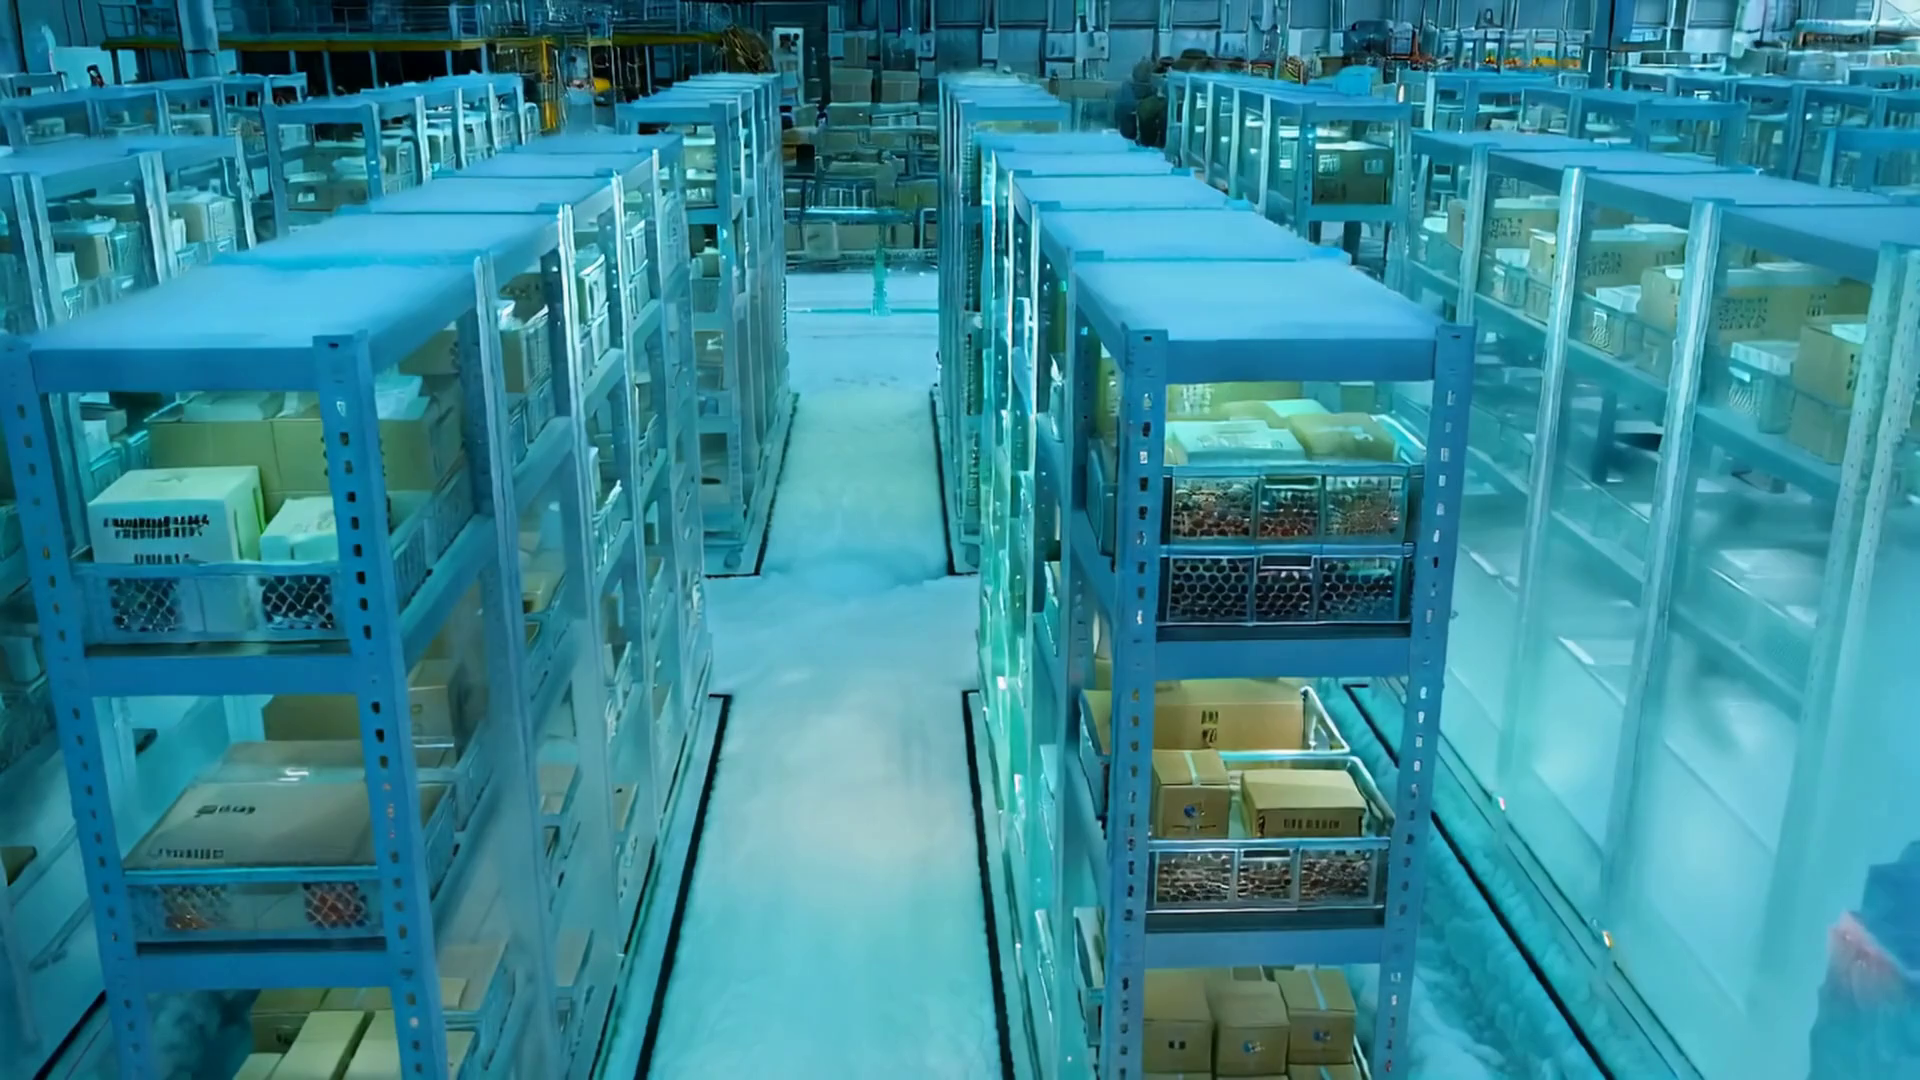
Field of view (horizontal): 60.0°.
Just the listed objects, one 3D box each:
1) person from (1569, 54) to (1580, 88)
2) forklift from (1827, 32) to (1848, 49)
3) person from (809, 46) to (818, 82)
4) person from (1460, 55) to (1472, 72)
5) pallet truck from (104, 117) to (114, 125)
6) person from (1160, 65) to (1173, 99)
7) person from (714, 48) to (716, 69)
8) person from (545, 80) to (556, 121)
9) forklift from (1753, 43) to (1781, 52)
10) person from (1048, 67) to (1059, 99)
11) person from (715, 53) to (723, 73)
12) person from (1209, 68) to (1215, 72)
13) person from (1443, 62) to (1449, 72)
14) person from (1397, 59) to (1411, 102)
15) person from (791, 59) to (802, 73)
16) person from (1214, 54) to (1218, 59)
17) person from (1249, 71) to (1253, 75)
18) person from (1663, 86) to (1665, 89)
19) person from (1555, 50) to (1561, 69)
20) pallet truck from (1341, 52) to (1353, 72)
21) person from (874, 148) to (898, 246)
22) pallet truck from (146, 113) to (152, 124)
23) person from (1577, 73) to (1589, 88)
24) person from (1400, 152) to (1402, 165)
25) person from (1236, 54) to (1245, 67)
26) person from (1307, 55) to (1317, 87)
[{"bbox_3d":[29.620,-22.416,80.154,0.371,1.925,0.595,12,21,32],"label":"person"},{"bbox_3d":[46.023,-25.321,87.619,1.129,2.768,1.873,-1,18,-2],"label":"forklift"},{"bbox_3d":[-8.272,-26.913,94.042,0.617,1.943,0.395,-16,24,-41],"label":"person"},{"bbox_3d":[23.891,-21.933,78.677,0.387,1.919,0.594,-14,23,-37],"label":"person"},{"bbox_3d":[-18.367,-7.885,35.078,1.885,1.965,0.823,1,18,2],"label":"pallet truck"},{"bbox_3d":[7.978,-17.334,64.248,0.688,2.000,1.026,-3,18,-10],"label":"person"},{"bbox_3d":[-13.859,-26.851,93.789,0.393,1.985,0.611,-6,19,-19],"label":"person"},{"bbox_3d":[-15.484,-16.701,62.536,0.362,1.886,0.575,15,23,38],"label":"person"},{"bbox_3d":[31.161,-17.893,64.634,1.129,2.768,1.873,-1,18,-2],"label":"forklift"},{"bbox_3d":[3.492,-16.814,62.714,0.396,1.992,0.622,-11,21,-31],"label":"person"},{"bbox_3d":[-13.020,-25.379,89.525,0.625,1.798,0.924,-16,24,-41],"label":"person"},{"bbox_3d":[9.835,-17.750,65.850,0.762,1.851,0.529,-5,19,-15],"label":"person"},{"bbox_3d":[21.901,-20.689,75.105,0.315,1.743,0.487,7,19,21],"label":"person"},{"bbox_3d":[19.715,-20.364,73.851,0.569,1.896,0.646,-13,22,-35],"label":"person"},{"bbox_3d":[-8.704,-25.105,88.527,0.556,1.907,0.931,-3,18,-10],"label":"person"},{"bbox_3d":[13.498,-24.760,87.775,0.316,1.698,0.541,1,18,2],"label":"person"},{"bbox_3d":[11.290,-17.514,65.254,0.406,1.750,0.538,4,18,12],"label":"person"},{"bbox_3d":[30.240,-19.325,70.572,0.643,1.939,0.635,2,18,7],"label":"person"},{"bbox_3d":[31.991,-25.266,89.056,1.000,1.891,0.553,-10,21,-29],"label":"person"},{"bbox_3d":[18.794,-23.123,82.231,0.823,1.965,1.885,-13,22,-35],"label":"pallet truck"},{"bbox_3d":[-1.374,-6.295,30.527,0.324,1.767,0.533,-17,25,-42],"label":"person"},{"bbox_3d":[-18.087,-8.309,36.390,1.885,1.965,0.823,-1,18,-4],"label":"pallet truck"},{"bbox_3d":[22.194,-15.644,59.251,0.951,1.888,0.566,-2,18,-5],"label":"person"},{"bbox_3d":[12.177,-11.040,45.357,0.540,1.678,0.661,-1,18,-3],"label":"person"},{"bbox_3d":[14.050,-23.515,83.720,0.670,1.824,0.640,-1,18,-2],"label":"person"},{"bbox_3d":[16.806,-22.183,79.438,0.373,1.933,0.623,-12,21,-33],"label":"person"}]
